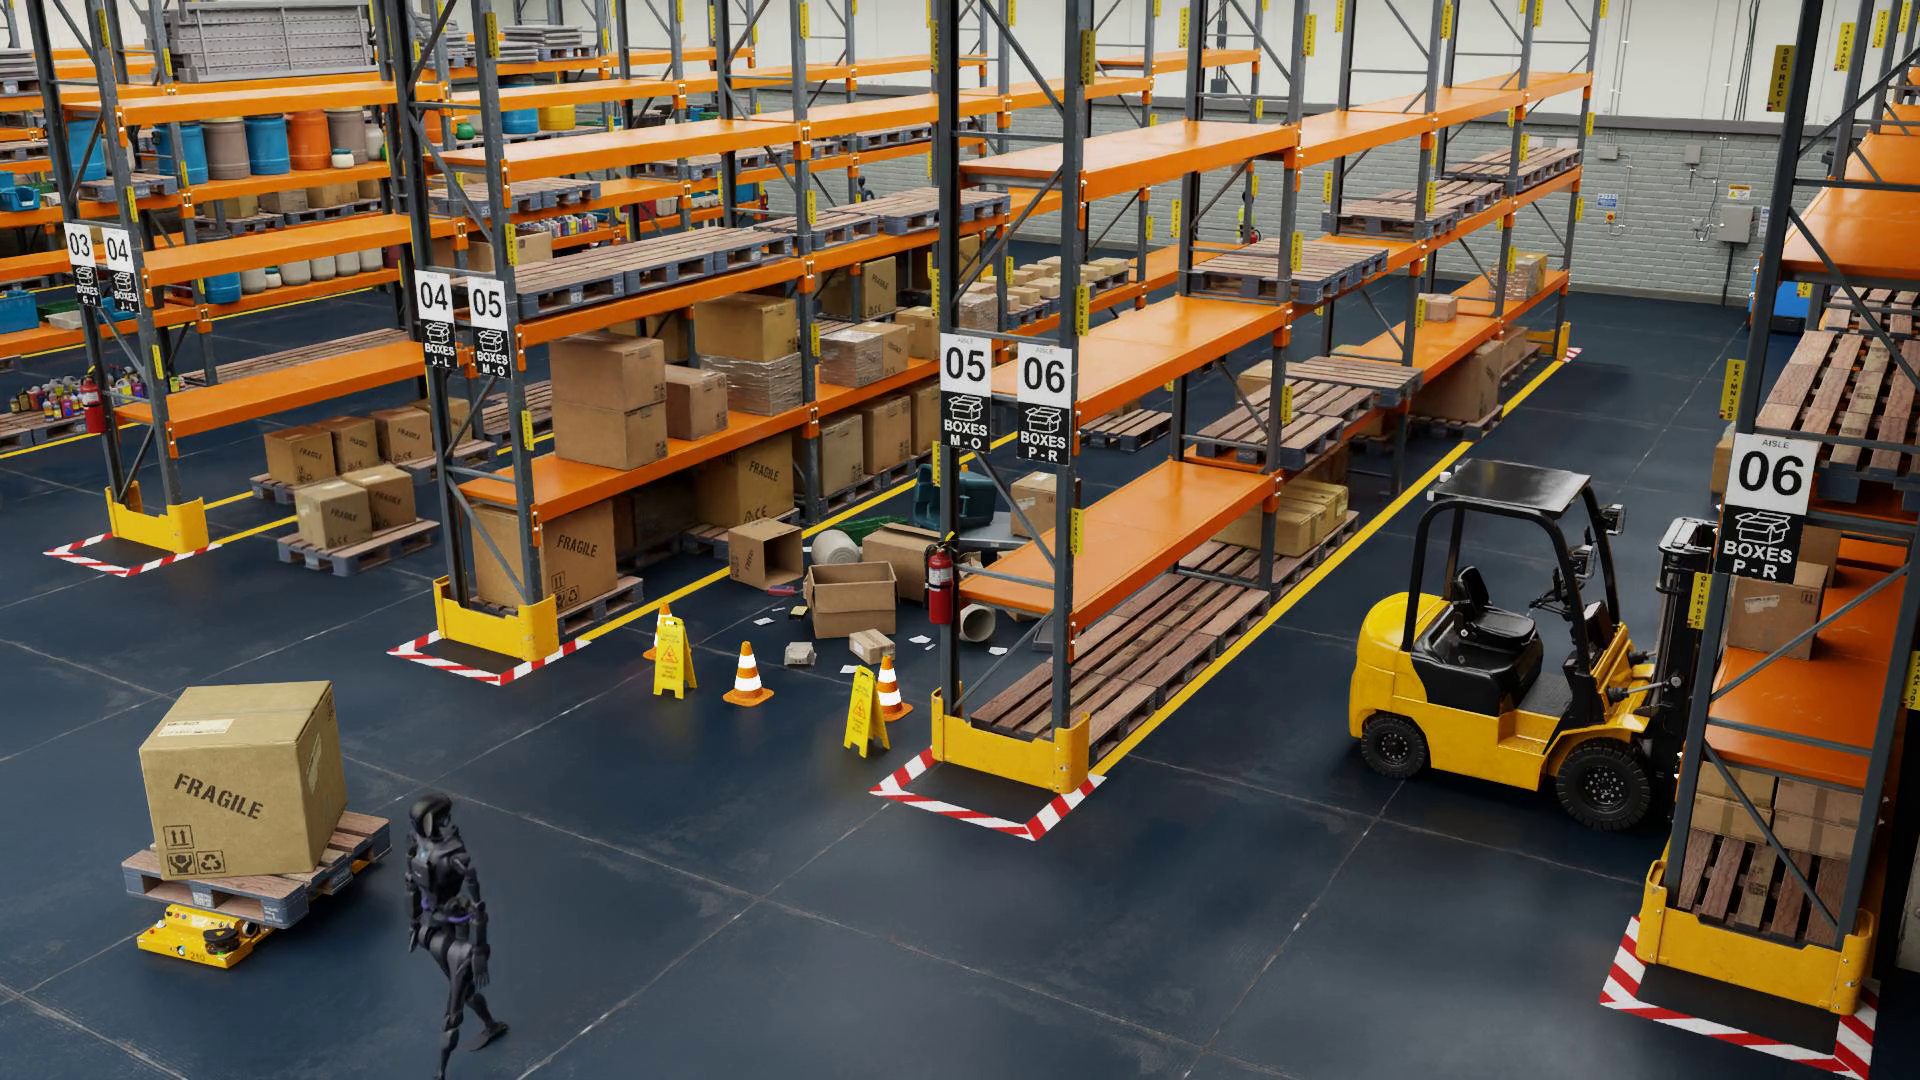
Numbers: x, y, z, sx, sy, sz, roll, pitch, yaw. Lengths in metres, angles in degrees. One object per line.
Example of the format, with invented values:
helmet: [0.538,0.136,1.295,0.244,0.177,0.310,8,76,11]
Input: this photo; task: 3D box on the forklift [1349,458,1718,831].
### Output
forklift: [3.988,0.658,11.776,2.313,2.155,1.214,11,22,29]

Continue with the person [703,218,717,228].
person: [-5.241,-7.063,34.865,0.489,1.688,0.346,-6,20,-16]

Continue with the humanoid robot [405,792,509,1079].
humanoid robot: [-2.678,2.046,8.596,0.614,1.623,0.768,12,23,32]

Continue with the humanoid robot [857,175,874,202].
humanoid robot: [-1.940,-6.356,32.840,0.609,1.648,0.431,-10,21,-26]

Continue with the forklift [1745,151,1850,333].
forklift: [13.620,-4.667,26.137,1.873,2.768,1.129,11,22,29]

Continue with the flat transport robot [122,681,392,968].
flat transport robot: [-4.346,2.161,10.368,0.659,0.231,1.431,6,20,18]

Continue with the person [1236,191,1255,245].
person: [5.237,-5.566,30.518,0.319,1.697,0.532,10,22,27]

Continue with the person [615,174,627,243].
person: [-6.655,-6.219,32.306,0.497,1.754,0.950,0,19,0]
